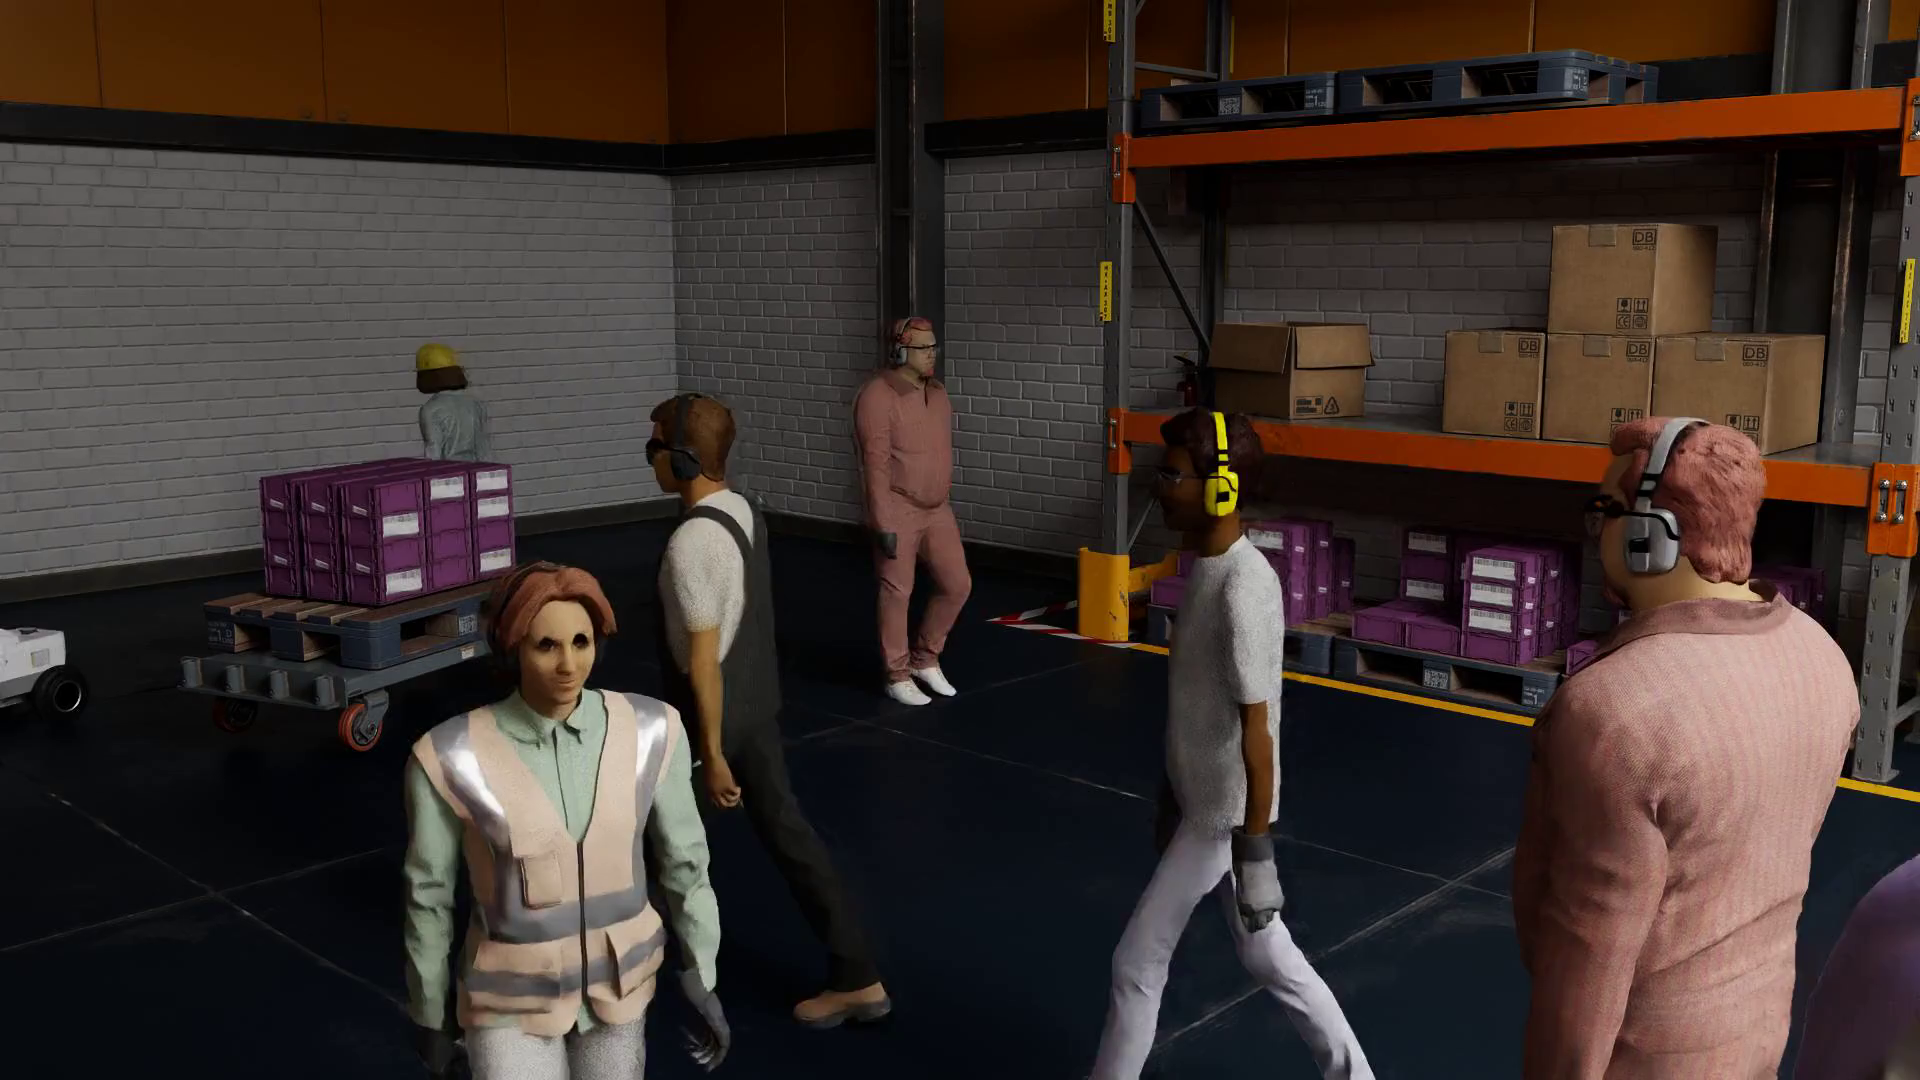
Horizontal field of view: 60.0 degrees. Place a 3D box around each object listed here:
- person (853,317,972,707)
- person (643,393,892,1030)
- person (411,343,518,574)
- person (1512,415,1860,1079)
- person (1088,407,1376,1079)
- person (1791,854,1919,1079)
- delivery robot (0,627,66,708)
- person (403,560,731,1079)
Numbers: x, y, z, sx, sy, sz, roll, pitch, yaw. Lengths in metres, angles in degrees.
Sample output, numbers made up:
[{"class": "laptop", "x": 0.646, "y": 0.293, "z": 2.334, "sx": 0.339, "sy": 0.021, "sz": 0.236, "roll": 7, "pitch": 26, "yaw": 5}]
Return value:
[{"class": "person", "x": -0.208, "y": -0.121, "z": 8.014, "sx": 0.484, "sy": 1.887, "sz": 0.661, "roll": 8, "pitch": 12, "yaw": 40}, {"class": "person", "x": -0.657, "y": 0.491, "z": 4.583, "sx": 1.009, "sy": 1.800, "sz": 0.510, "roll": 3, "pitch": 10, "yaw": 20}, {"class": "person", "x": -2.801, "y": -0.266, "z": 9.499, "sx": 0.672, "sy": 1.706, "sz": 0.514, "roll": 4, "pitch": 10, "yaw": 25}, {"class": "person", "x": 1.045, "y": 0.762, "z": 2.553, "sx": 0.643, "sy": 1.908, "sz": 0.411, "roll": -7, "pitch": 12, "yaw": -38}, {"class": "person", "x": 0.592, "y": 0.604, "z": 3.799, "sx": 0.980, "sy": 1.828, "sz": 0.531, "roll": 1, "pitch": 9, "yaw": 7}, {"class": "person", "x": 0.941, "y": 0.949, "z": 1.560, "sx": 1.017, "sy": 1.852, "sz": 0.670, "roll": 4, "pitch": 10, "yaw": 24}, {"class": "delivery robot", "x": -4.459, "y": 0.572, "z": 7.564, "sx": 0.477, "sy": 0.478, "sz": 0.707, "roll": 4, "pitch": 10, "yaw": 21}, {"class": "person", "x": -0.663, "y": 0.845, "z": 2.906, "sx": 0.522, "sy": 1.616, "sz": 0.627, "roll": -6, "pitch": 11, "yaw": -34}]
